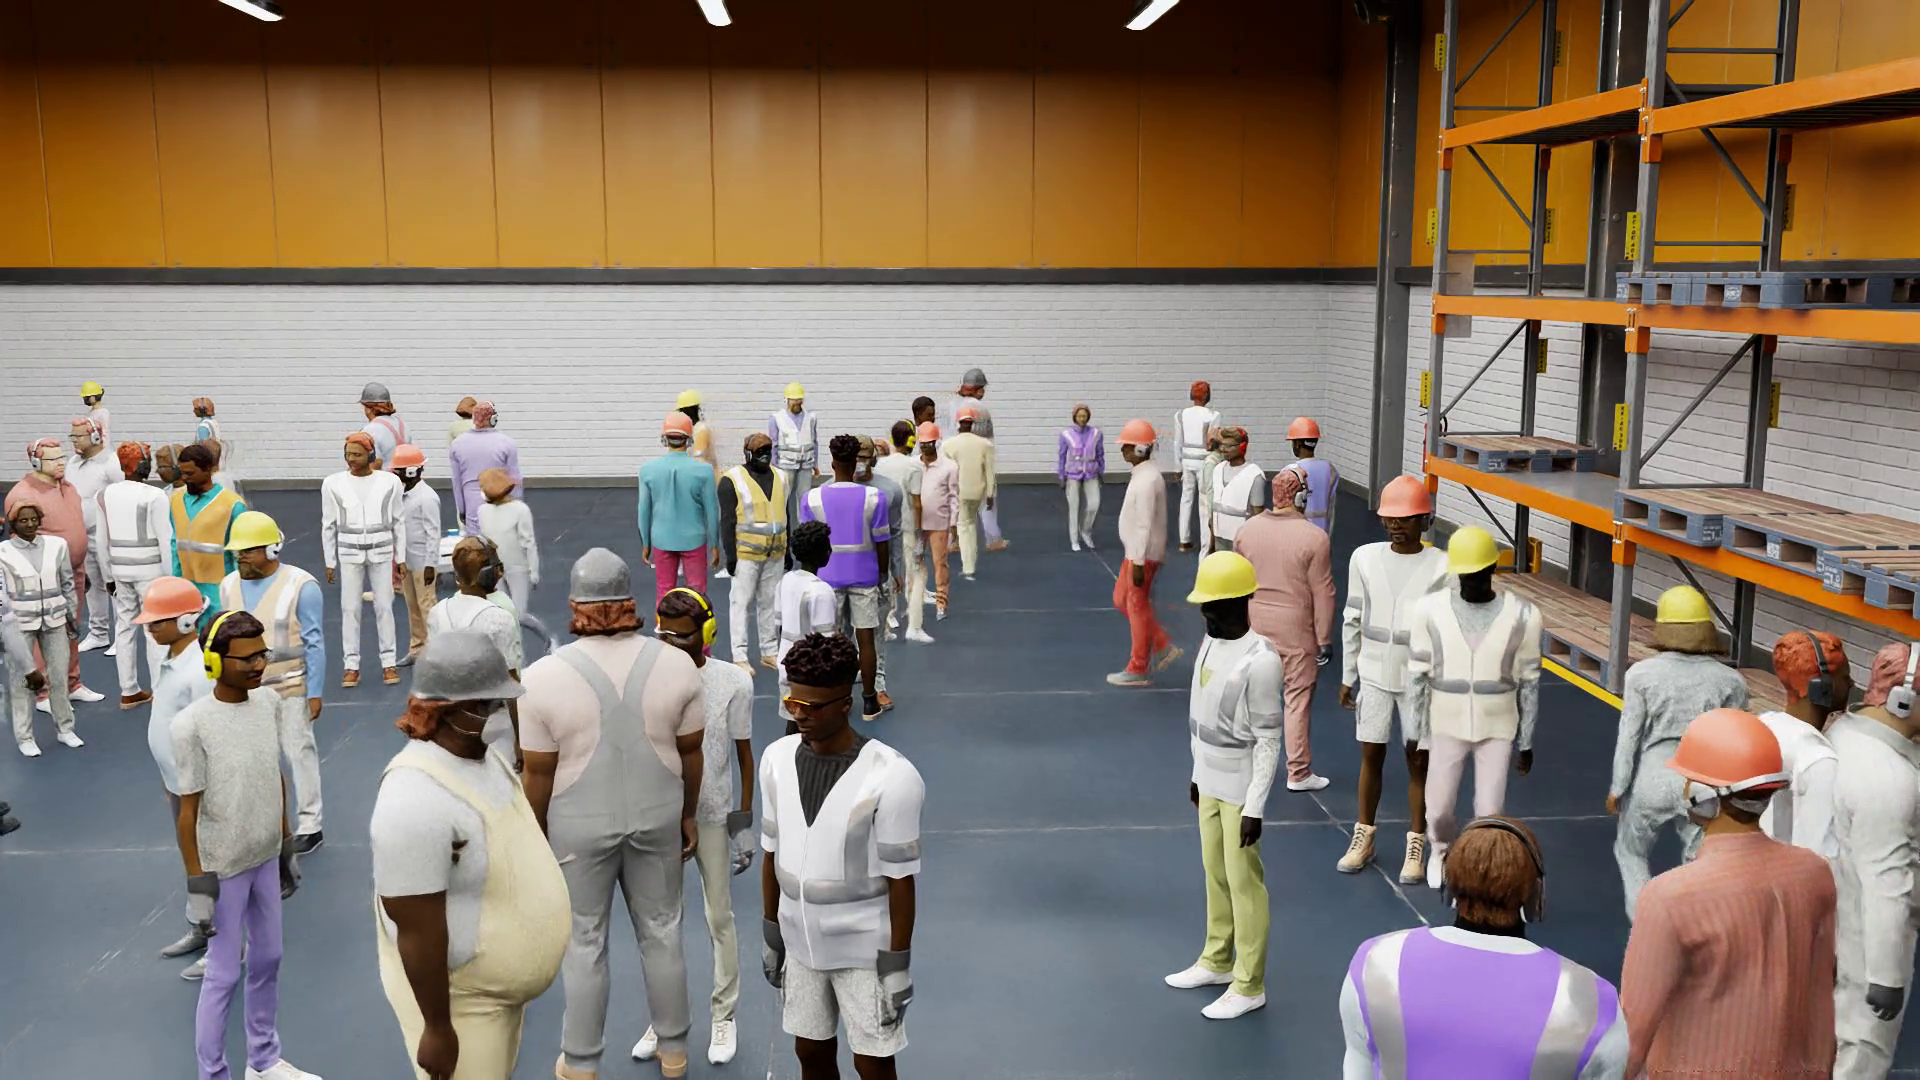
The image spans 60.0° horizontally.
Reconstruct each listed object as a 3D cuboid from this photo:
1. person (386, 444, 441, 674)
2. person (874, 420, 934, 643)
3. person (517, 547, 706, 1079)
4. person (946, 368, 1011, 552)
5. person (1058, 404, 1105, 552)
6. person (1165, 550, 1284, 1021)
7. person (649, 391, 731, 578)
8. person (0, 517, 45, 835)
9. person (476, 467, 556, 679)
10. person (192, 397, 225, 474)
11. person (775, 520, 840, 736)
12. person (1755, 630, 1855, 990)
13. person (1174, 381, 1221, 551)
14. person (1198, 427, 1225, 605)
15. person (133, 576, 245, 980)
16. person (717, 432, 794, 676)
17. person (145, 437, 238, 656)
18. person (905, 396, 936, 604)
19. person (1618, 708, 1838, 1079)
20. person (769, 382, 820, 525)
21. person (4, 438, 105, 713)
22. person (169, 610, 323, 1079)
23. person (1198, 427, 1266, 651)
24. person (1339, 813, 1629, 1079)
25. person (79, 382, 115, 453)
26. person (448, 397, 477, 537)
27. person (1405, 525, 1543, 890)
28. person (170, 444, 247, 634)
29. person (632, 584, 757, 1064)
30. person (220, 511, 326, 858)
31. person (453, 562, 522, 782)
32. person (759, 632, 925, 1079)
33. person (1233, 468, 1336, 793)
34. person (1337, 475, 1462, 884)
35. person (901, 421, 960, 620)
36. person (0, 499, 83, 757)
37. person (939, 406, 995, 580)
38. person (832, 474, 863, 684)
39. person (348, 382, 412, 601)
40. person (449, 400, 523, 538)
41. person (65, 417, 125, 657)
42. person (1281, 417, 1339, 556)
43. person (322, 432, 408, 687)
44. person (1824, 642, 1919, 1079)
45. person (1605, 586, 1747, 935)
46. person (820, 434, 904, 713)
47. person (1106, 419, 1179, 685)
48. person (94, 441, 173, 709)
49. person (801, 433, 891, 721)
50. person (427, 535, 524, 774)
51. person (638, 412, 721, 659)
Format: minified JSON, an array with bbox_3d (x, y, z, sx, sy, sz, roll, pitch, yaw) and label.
[{"bbox_3d":[-4.155,0.141,12.674,0.324,1.749,0.572,-8,12,-43],"label":"person"},{"bbox_3d":[-0.500,-0.049,13.637,0.535,1.837,0.481,6,11,32],"label":"person"},{"bbox_3d":[-1.311,1.027,6.208,0.688,2.000,0.536,-5,10,-26],"label":"person"},{"bbox_3d":[0.194,-0.881,18.191,0.840,2.000,0.696,-7,11,-36],"label":"person"},{"bbox_3d":[1.331,-0.674,18.192,0.538,1.623,0.385,-1,9,-9],"label":"person"},{"bbox_3d":[1.092,0.990,6.808,0.375,1.924,0.585,-3,9,-17],"label":"person"},{"bbox_3d":[-2.629,-0.530,16.512,0.971,1.861,0.723,-2,9,-14],"label":"person"},{"bbox_3d":[-5.231,0.655,8.914,0.582,1.921,0.493,4,10,25],"label":"person"},{"bbox_3d":[-3.355,0.246,12.473,0.531,1.598,0.455,4,10,24],"label":"person"},{"bbox_3d":[-8.629,-0.827,19.144,0.315,1.630,0.512,-2,9,-11],"label":"person"},{"bbox_3d":[-0.823,0.733,9.132,0.319,1.695,0.539,-6,11,-33],"label":"person"},{"bbox_3d":[2.736,1.224,5.464,0.356,1.885,0.574,0,9,2],"label":"person"},{"bbox_3d":[2.604,-0.795,18.149,0.574,1.881,0.349,7,12,39],"label":"person"},{"bbox_3d":[2.342,-0.220,15.295,0.310,1.638,0.522,3,9,16],"label":"person"},{"bbox_3d":[-3.350,1.014,7.218,0.344,1.744,0.562,-7,12,-39],"label":"person"},{"bbox_3d":[-1.526,0.103,12.635,0.619,1.845,0.430,-8,12,-41],"label":"person"},{"bbox_3d":[-5.766,0.098,12.881,1.014,1.784,0.511,-6,11,-33],"label":"person"},{"bbox_3d":[-0.380,-0.371,15.376,0.377,1.914,0.600,0,9,-3],"label":"person"},{"bbox_3d":[1.932,1.391,4.242,0.633,1.947,1.016,-4,10,-26],"label":"person"},{"bbox_3d":[-1.847,-0.855,18.679,0.602,1.830,0.404,-5,10,-29],"label":"person"},{"bbox_3d":[-6.275,0.242,11.562,0.409,1.907,0.651,1,9,5],"label":"person"},{"bbox_3d":[-2.565,1.162,5.928,0.314,1.861,0.510,3,10,20],"label":"person"},{"bbox_3d":[2.183,0.021,13.147,0.389,1.843,0.565,-6,11,-31],"label":"person"},{"bbox_3d":[1.167,1.522,3.771,0.623,1.835,0.431,5,10,28],"label":"person"},{"bbox_3d":[-10.338,-1.021,19.964,0.525,1.761,0.338,8,12,43],"label":"person"},{"bbox_3d":[-5.642,-0.835,19.174,0.499,1.633,0.279,3,9,17],"label":"person"},{"bbox_3d":[2.382,0.851,7.735,0.593,1.907,0.606,3,10,20],"label":"person"},{"bbox_3d":[-5.020,0.305,11.145,0.587,1.913,0.391,3,10,18],"label":"person"},{"bbox_3d":[-1.033,1.087,6.393,0.521,1.865,0.328,1,9,9],"label":"person"},{"bbox_3d":[-3.581,0.749,8.645,0.605,1.824,0.404,2,9,14],"label":"person"},{"bbox_3d":[-2.527,0.810,8.847,0.507,1.632,0.264,7,11,36],"label":"person"},{"bbox_3d":[-0.383,1.238,5.164,0.598,1.958,0.372,6,11,32],"label":"person"},{"bbox_3d":[1.925,0.524,9.786,0.651,1.906,0.409,8,12,43],"label":"person"},{"bbox_3d":[2.187,0.693,8.296,0.605,2.045,0.381,5,11,31],"label":"person"},{"bbox_3d":[-0.281,-0.167,14.603,0.560,1.753,0.328,2,9,15],"label":"person"},{"bbox_3d":[-5.850,0.546,10.513,0.310,1.633,0.518,7,11,38],"label":"person"},{"bbox_3d":[0.022,-0.484,16.697,0.559,1.722,0.670,-4,10,-25],"label":"person"},{"bbox_3d":[-0.768,0.201,12.344,0.344,1.740,0.566,-1,9,-4],"label":"person"},{"bbox_3d":[-5.437,-0.459,15.540,0.537,2.000,0.689,2,9,10],"label":"person"},{"bbox_3d":[-4.231,-0.302,14.977,0.643,1.909,0.410,1,9,5],"label":"person"},{"bbox_3d":[-6.876,-0.025,13.236,0.652,1.906,0.403,4,10,23],"label":"person"},{"bbox_3d":[2.679,0.002,13.003,0.546,1.928,0.385,-5,10,-28],"label":"person"},{"bbox_3d":[-4.381,0.141,12.260,0.585,1.882,0.343,-3,10,-20],"label":"person"},{"bbox_3d":[2.915,1.247,5.299,0.400,1.893,0.657,3,10,19],"label":"person"},{"bbox_3d":[3.017,1.065,7.017,0.552,1.722,0.477,2,9,12],"label":"person"},{"bbox_3d":[-0.684,0.232,11.522,0.635,1.937,0.359,-3,10,-21],"label":"person"},{"bbox_3d":[1.317,0.098,12.211,0.440,1.983,0.638,1,9,5],"label":"person"},{"bbox_3d":[-5.709,0.249,11.586,0.579,1.882,0.342,2,9,14],"label":"person"},{"bbox_3d":[-0.769,0.259,11.266,0.606,1.966,0.367,-1,9,-4],"label":"person"},{"bbox_3d":[-2.201,0.891,7.681,0.514,1.844,0.339,4,10,26],"label":"person"},{"bbox_3d":[-2.127,0.020,12.678,0.625,1.991,0.392,1,9,4],"label":"person"}]
